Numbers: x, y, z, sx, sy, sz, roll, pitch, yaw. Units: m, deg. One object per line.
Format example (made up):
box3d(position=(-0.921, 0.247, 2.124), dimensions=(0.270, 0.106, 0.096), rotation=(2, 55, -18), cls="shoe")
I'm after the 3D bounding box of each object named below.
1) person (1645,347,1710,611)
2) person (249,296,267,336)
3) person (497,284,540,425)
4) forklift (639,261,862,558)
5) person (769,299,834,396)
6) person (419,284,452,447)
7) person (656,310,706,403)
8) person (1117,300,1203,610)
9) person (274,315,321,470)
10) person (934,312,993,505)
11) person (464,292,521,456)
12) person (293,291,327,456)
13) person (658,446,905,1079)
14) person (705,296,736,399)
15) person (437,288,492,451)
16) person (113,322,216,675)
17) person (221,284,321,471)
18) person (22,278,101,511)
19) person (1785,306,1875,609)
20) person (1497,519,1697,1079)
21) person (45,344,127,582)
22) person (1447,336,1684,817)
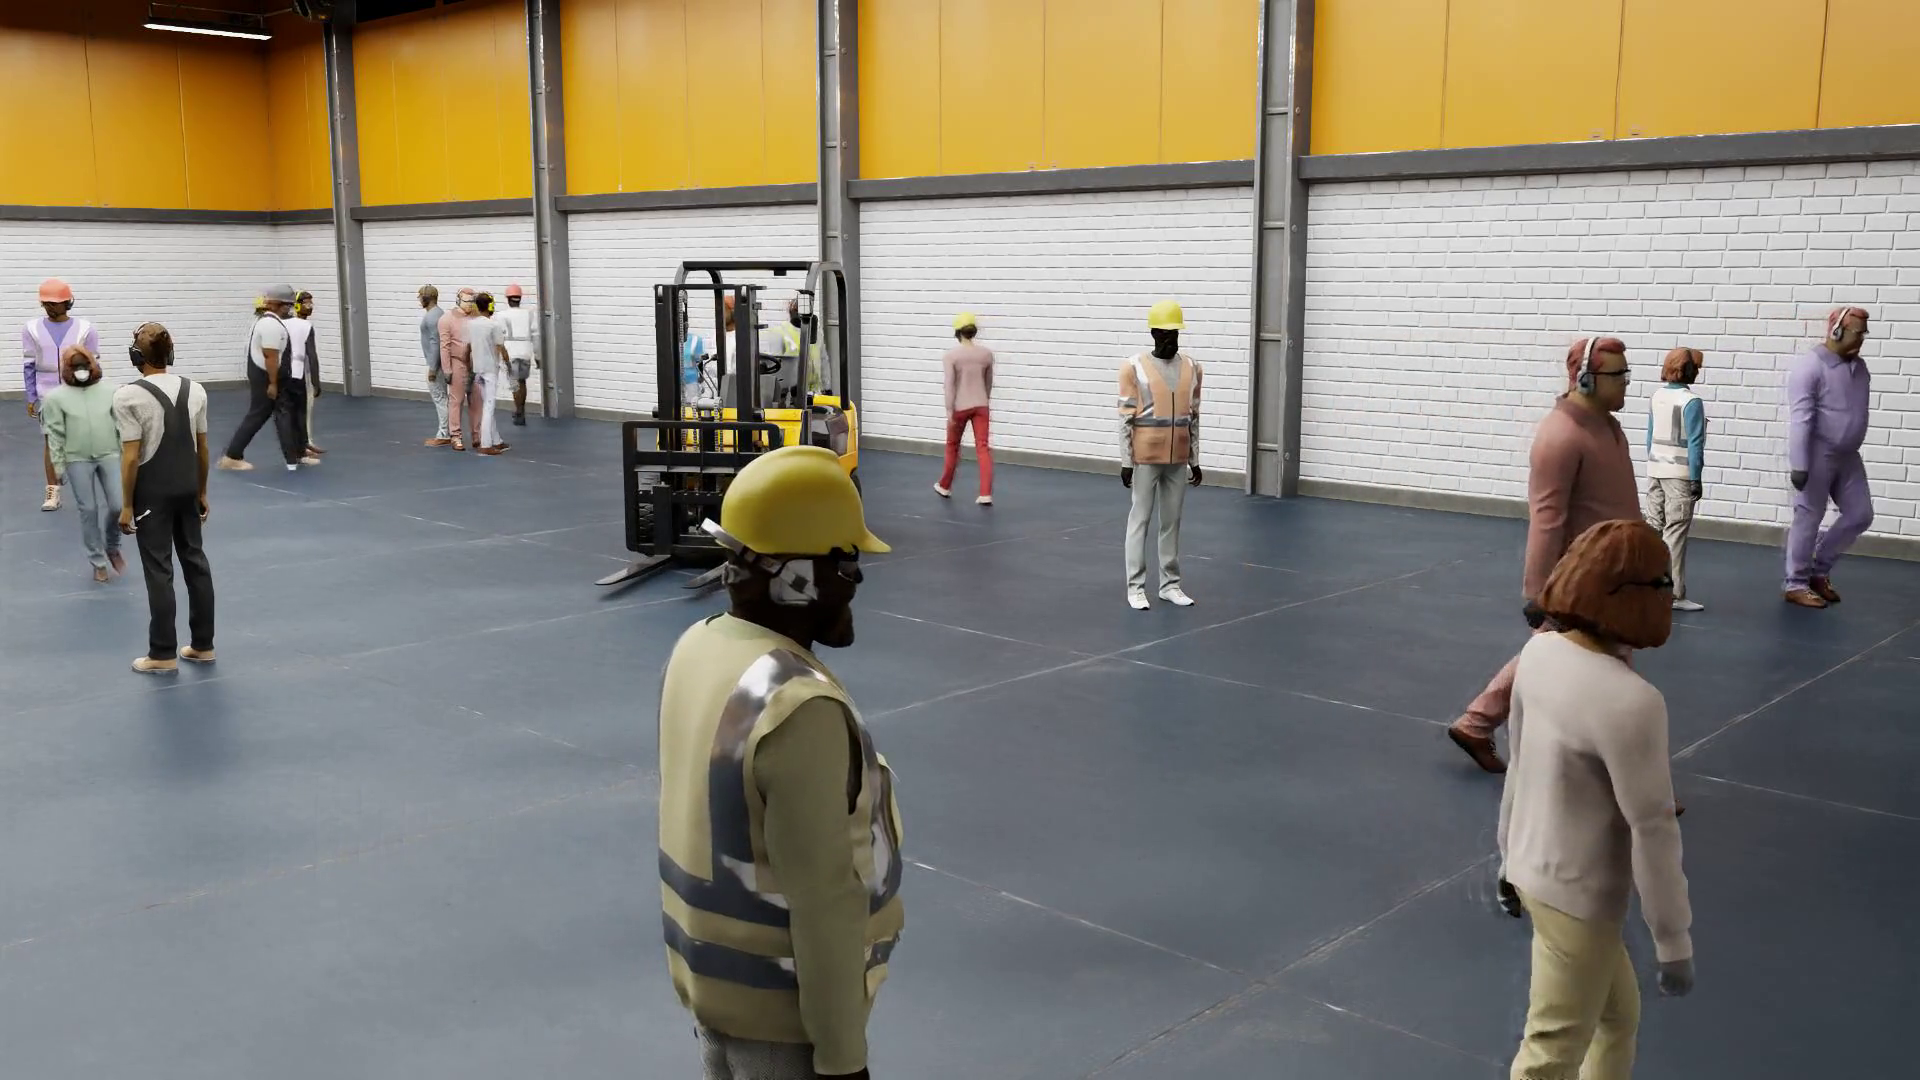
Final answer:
box3d(position=(4.458, -0.382, 10.386), dimensions=(0.308, 1.639, 0.511), rotation=(-2, 9, -10), cls="person")
box3d(position=(-10.671, -2.911, 25.686), dimensions=(0.526, 1.708, 0.710), rotation=(-4, 10, -25), cls="person")
box3d(position=(-6.101, -2.530, 22.741), dimensions=(0.575, 1.905, 0.841), rotation=(-7, 11, -35), cls="person")
box3d(position=(-1.552, -1.040, 12.721), dimensions=(1.214, 2.155, 2.313), rotation=(2, 9, 11), cls="forklift")
box3d(position=(-1.602, -1.553, 17.013), dimensions=(0.635, 1.825, 0.511), rotation=(-9, 13, -44), cls="person")
box3d(position=(-6.248, -2.069, 19.821), dimensions=(0.375, 1.936, 0.628), rotation=(-2, 9, -12), cls="person")
box3d(position=(-3.154, -1.775, 18.801), dimensions=(0.556, 1.672, 0.417), rotation=(-2, 9, -11), cls="person")
box3d(position=(1.262, -0.530, 10.410), dimensions=(0.587, 1.928, 0.363), rotation=(-4, 10, -24), cls="person")
box3d(position=(-7.187, -1.716, 17.781), dimensions=(0.630, 1.884, 0.836), rotation=(-4, 10, -22), cls="person")
box3d(position=(0.062, -1.192, 15.096), dimensions=(0.538, 1.725, 0.884), rotation=(-4, 10, -22), cls="person")
box3d(position=(-5.306, -1.898, 19.074), dimensions=(0.610, 1.837, 0.815), rotation=(5, 11, 30), cls="person")
box3d(position=(-7.466, -1.893, 18.948), dimensions=(0.310, 1.868, 0.533), rotation=(0, 9, 0), cls="person")
box3d(position=(-0.297, 0.750, 2.860), dimensions=(0.403, 1.827, 0.601), rotation=(-5, 11, -28), cls="person")
box3d(position=(-2.086, -1.282, 15.191), dimensions=(0.666, 1.878, 0.518), rotation=(7, 12, 38), cls="person")
box3d(position=(-5.783, -2.006, 19.543), dimensions=(0.407, 1.902, 0.639), rotation=(8, 12, 40), cls="person")
box3d(position=(-4.178, -0.216, 8.735), dimensions=(0.345, 1.846, 0.506), rotation=(5, 11, 28), cls="person")
box3d(position=(-7.369, -1.754, 17.564), dimensions=(0.960, 2.000, 0.697), rotation=(-3, 10, -18), cls="person")
box3d(position=(-7.868, -1.267, 14.601), dimensions=(0.605, 2.036, 0.393), rotation=(-4, 10, -22), cls="person")
box3d(position=(5.432, -0.506, 10.376), dimensions=(0.681, 1.884, 0.448), rotation=(-5, 10, -26), cls="person")
box3d(position=(1.400, 0.756, 3.496), dimensions=(0.681, 1.608, 0.520), rotation=(-1, 9, -4), cls="person")
box3d(position=(-5.866, -0.515, 11.255), dimensions=(0.519, 1.614, 0.346), rotation=(-6, 11, -34), cls="person")
box3d(position=(2.445, 0.110, 6.681), dimensions=(0.967, 1.864, 0.645), rotation=(6, 11, 33), cls="person")
